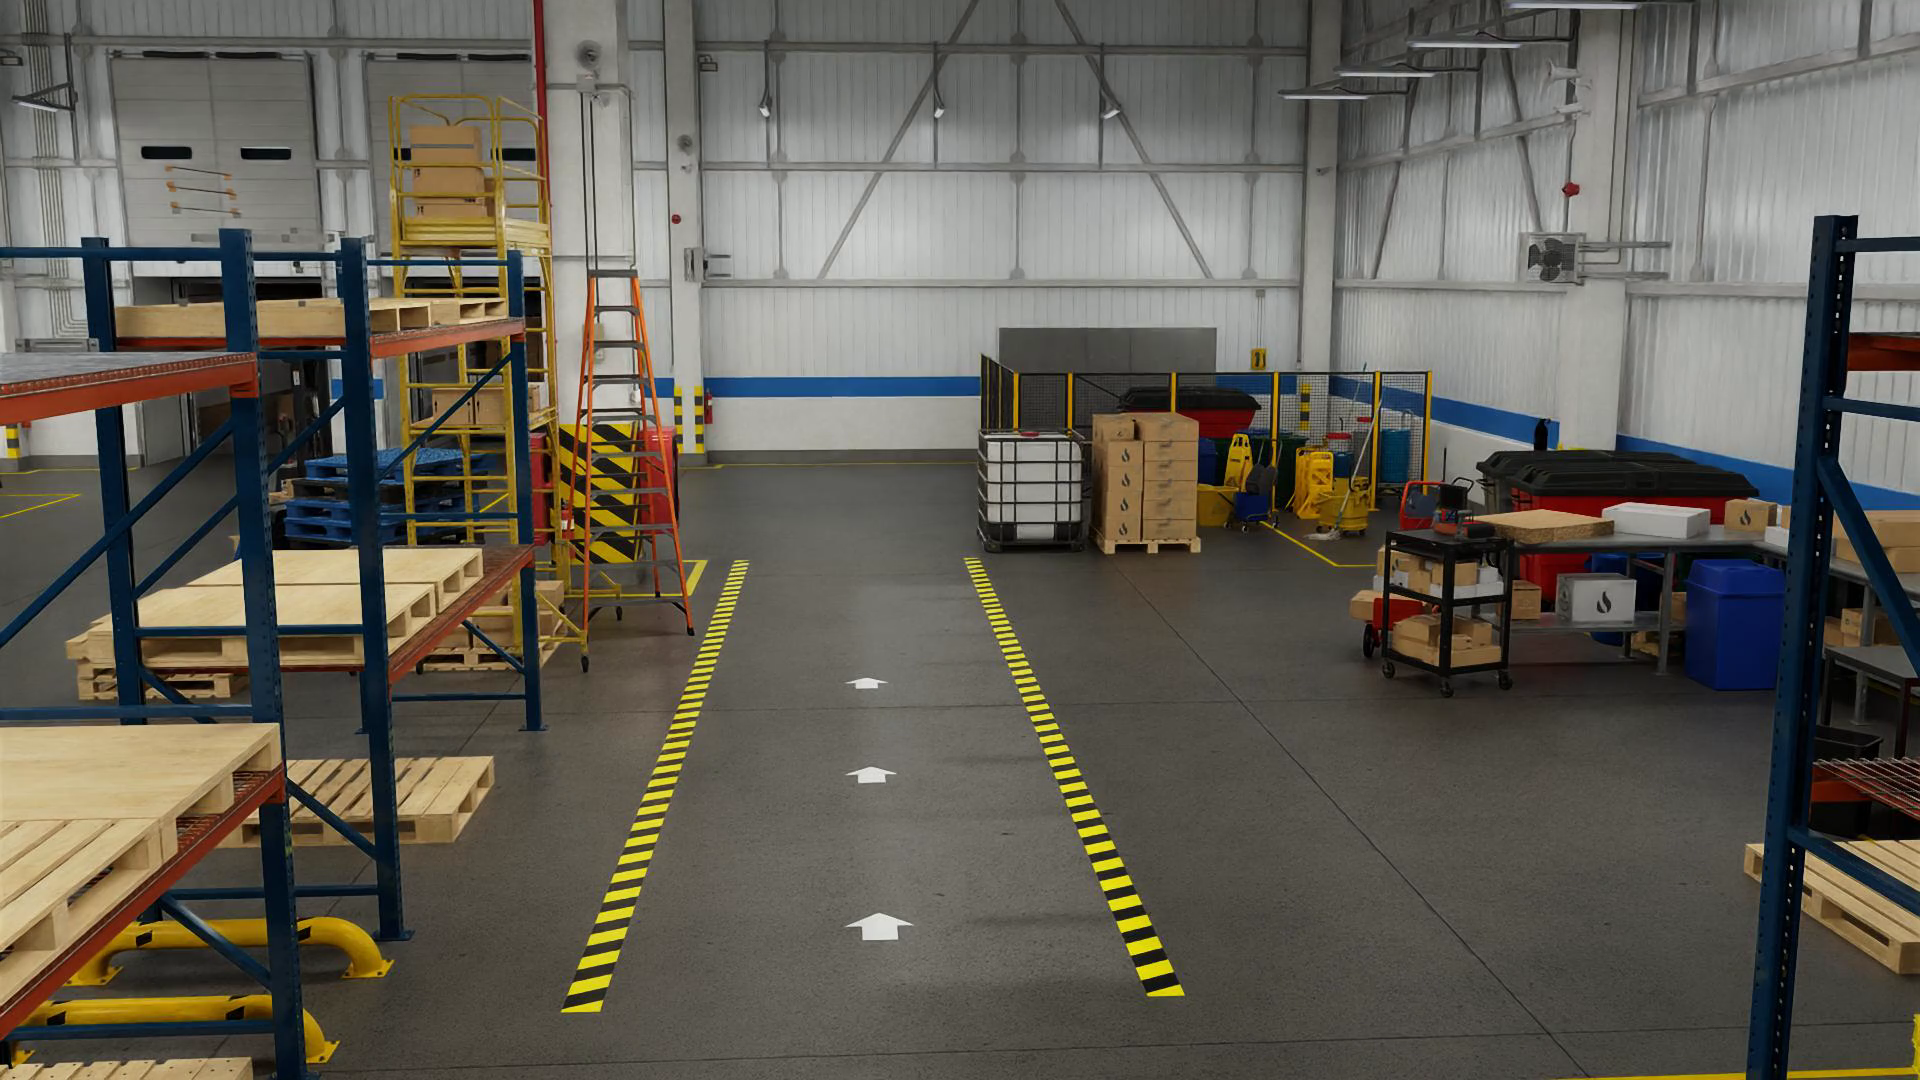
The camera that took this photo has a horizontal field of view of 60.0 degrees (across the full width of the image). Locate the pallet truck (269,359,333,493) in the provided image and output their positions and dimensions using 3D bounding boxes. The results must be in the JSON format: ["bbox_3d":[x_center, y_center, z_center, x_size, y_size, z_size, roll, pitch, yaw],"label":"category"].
[{"bbox_3d":[-7.062,-1.131,18.996,1.885,1.965,0.823,2,9,13],"label":"pallet truck"}]

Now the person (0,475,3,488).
[{"bbox_3d":[-13.204,-1.642,22.430,0.543,1.929,0.384,7,12,39],"label":"person"}]
